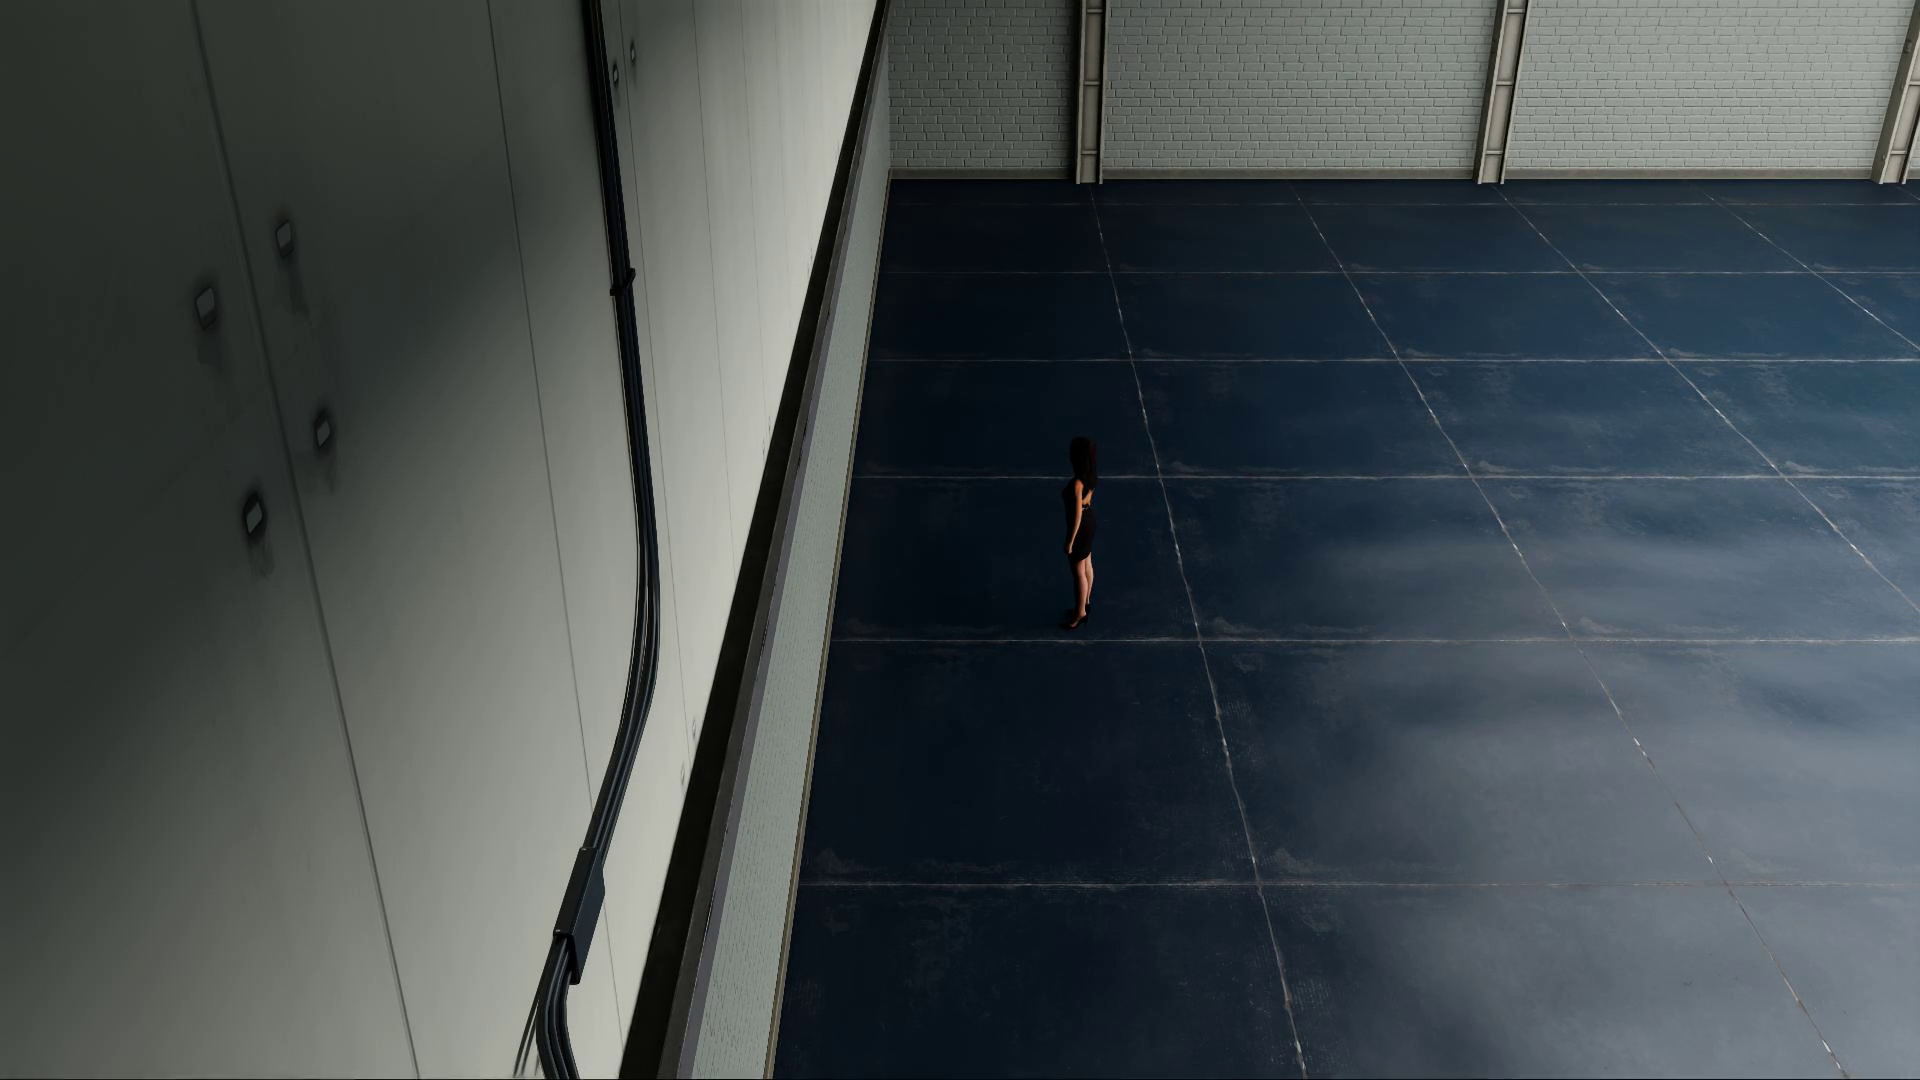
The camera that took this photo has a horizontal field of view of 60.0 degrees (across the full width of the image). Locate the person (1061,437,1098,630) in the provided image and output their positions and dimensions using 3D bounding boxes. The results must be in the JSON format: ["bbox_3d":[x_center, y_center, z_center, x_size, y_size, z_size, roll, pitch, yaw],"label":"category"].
[{"bbox_3d":[0.964,-0.058,13.199,0.590,1.650,0.619,10,30,18],"label":"person"}]
